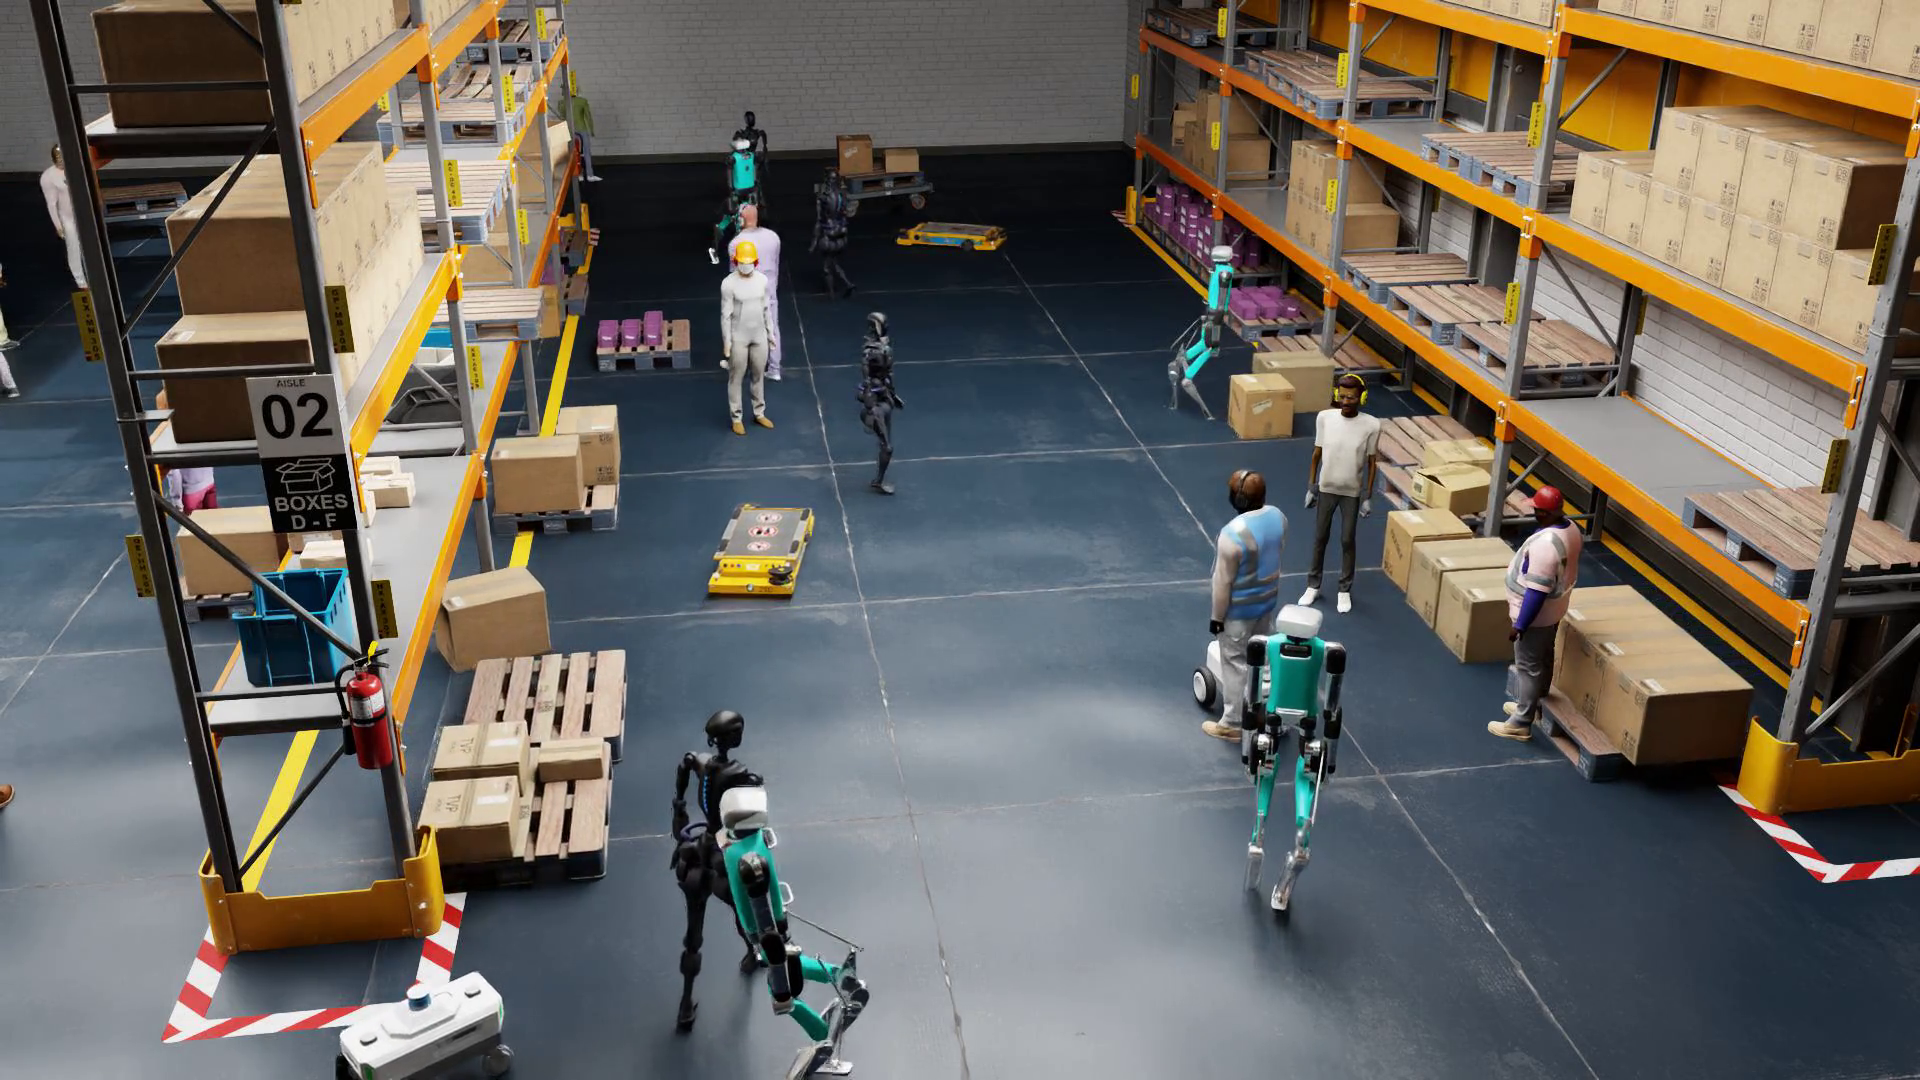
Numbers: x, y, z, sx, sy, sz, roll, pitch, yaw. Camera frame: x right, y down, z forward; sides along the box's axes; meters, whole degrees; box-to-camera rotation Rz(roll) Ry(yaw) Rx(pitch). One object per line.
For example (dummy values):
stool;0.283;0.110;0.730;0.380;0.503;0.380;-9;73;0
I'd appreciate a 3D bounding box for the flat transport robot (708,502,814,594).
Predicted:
flat transport robot;-1.597;0.062;13.537;0.659;0.231;1.431;1;24;2

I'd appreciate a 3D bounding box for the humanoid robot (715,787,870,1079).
humanoid robot;-0.650;1.874;7.584;0.834;1.770;0.536;-8;25;-17

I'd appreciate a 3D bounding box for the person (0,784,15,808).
person;-6.113;0.756;9.825;0.609;1.984;0.395;-2;24;-4

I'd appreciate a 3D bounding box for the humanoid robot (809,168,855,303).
humanoid robot;-1.557;-3.724;20.419;0.418;1.647;0.595;18;29;35

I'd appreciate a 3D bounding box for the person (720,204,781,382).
person;-2.233;-2.648;17.724;0.667;1.873;0.889;-17;29;-34

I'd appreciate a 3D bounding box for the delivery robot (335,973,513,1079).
delivery robot;-2.547;2.391;7.887;0.807;0.603;0.499;-19;30;-37

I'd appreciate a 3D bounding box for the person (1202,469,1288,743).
person;1.838;0.416;10.796;0.432;1.835;0.626;20;31;38

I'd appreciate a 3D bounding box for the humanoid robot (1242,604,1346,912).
humanoid robot;1.746;1.315;8.951;0.540;1.852;0.742;6;24;13

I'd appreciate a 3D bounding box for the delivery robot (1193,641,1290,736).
delivery robot;1.924;0.956;11.160;0.499;0.607;0.808;-7;25;-15

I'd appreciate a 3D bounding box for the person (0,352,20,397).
person;-9.981;-2.281;16.843;0.403;1.913;0.774;-6;25;-14

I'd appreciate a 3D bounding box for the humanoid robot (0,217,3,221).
humanoid robot;-14.431;-5.416;24.267;0.406;1.626;0.618;11;26;23

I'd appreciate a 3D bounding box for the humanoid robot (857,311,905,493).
humanoid robot;-0.698;-1.226;14.718;0.344;1.650;0.610;9;25;21

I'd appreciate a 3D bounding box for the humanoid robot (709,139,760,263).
humanoid robot;-3.069;-4.464;22.043;0.951;1.762;0.546;21;31;39

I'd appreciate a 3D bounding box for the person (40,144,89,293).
person;-10.965;-3.950;20.628;0.525;1.917;0.637;15;28;30

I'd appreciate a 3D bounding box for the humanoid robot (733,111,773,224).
humanoid robot;-3.061;-5.457;24.398;0.585;1.621;0.760;-12;27;-26

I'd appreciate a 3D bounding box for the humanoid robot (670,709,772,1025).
humanoid robot;-1.228;1.598;8.338;0.607;1.624;0.774;12;26;25

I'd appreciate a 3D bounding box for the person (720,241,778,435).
person;-2.051;-1.974;16.161;0.572;1.893;0.376;-14;27;-29

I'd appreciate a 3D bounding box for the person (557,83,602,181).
person;-6.235;-6.689;27.245;0.640;1.612;0.275;-6;24;-14

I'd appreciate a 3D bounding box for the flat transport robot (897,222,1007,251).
flat transport robot;-0.108;-4.275;23.417;1.431;0.231;0.659;6;25;14

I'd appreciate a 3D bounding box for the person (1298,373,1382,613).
person;2.851;-0.354;12.495;0.506;1.872;0.329;9;25;20

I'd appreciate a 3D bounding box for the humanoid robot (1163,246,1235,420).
humanoid robot;2.285;-2.026;16.549;0.805;1.808;0.530;1;24;2

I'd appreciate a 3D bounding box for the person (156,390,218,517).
person;-5.940;-0.392;12.885;0.284;1.628;0.500;4;24;10

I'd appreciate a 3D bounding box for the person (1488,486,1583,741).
person;3.723;0.465;10.778;0.419;1.749;0.612;17;29;34

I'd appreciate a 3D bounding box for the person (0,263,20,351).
person;-11.006;-2.992;18.649;0.571;1.746;0.345;0;24;0
